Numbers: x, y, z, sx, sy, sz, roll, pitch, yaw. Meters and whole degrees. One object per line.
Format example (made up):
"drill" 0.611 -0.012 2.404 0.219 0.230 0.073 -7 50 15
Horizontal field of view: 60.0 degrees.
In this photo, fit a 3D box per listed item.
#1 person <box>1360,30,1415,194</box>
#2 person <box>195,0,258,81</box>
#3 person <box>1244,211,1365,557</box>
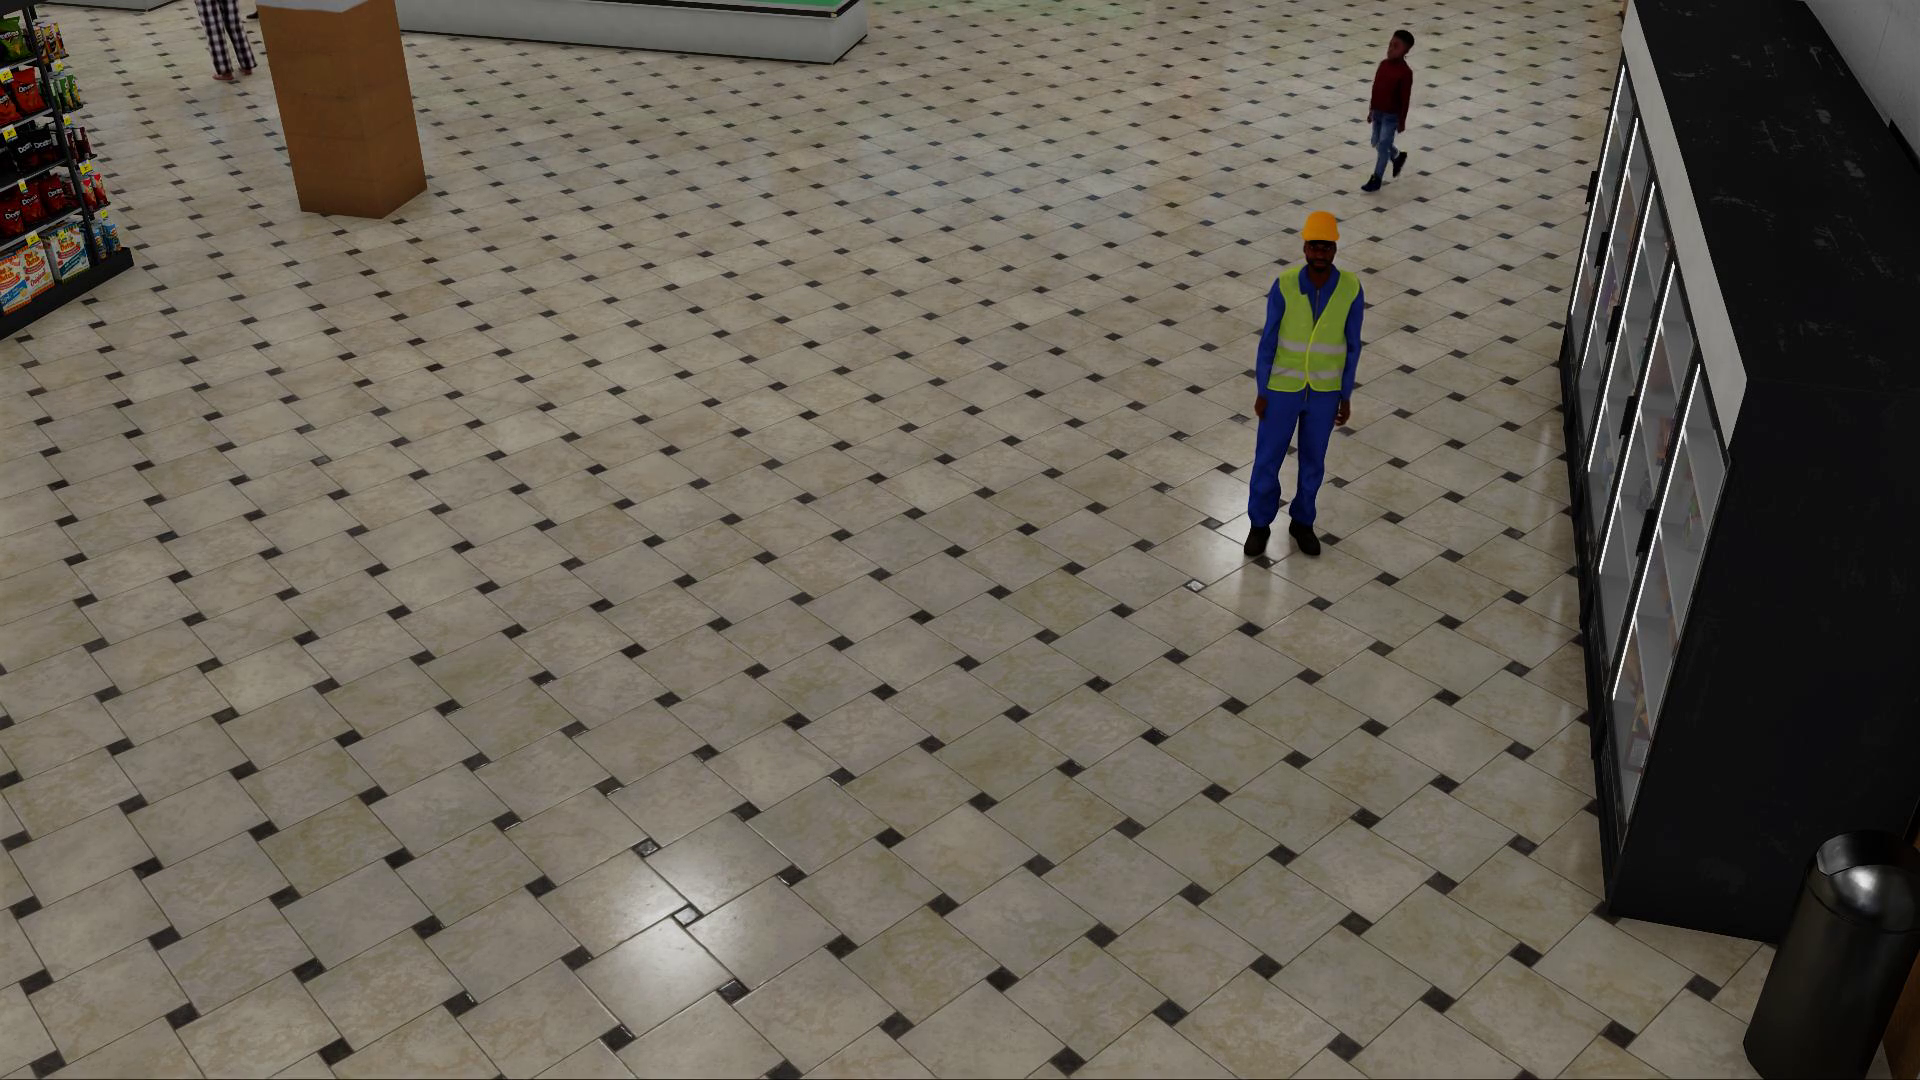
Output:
"person" 3.381 -3.352 12.973 0.838 1.240 0.761 -16 35 -23
"person" -6.937 -5.215 15.392 0.686 1.847 0.706 24 39 33
"person" 1.708 -0.765 8.273 0.595 1.813 0.770 1 32 2
